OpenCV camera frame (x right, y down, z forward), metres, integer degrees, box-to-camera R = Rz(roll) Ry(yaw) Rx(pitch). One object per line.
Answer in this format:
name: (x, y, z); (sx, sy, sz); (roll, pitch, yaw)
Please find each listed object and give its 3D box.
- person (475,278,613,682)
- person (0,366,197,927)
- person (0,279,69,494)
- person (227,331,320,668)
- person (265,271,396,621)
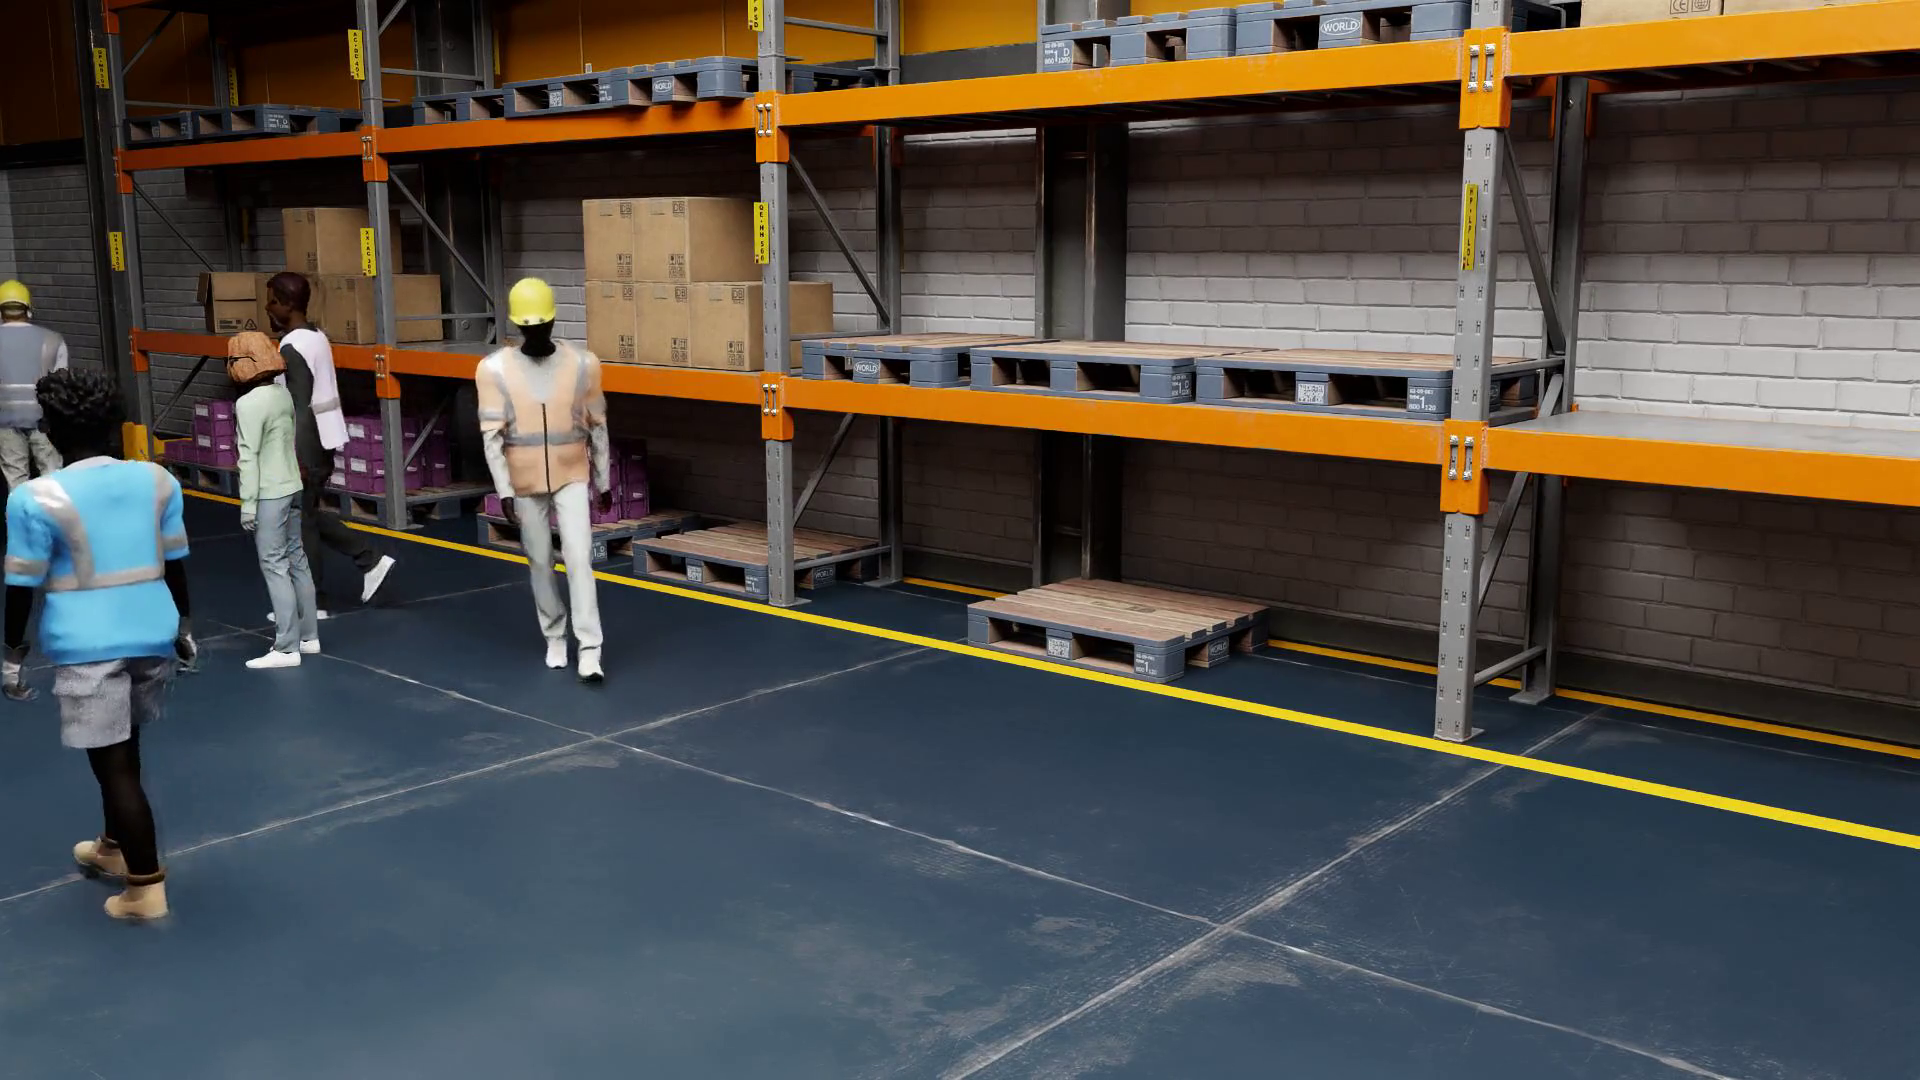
person: (-1.911, -0.262, 7.723); (0.595, 1.873, 0.945); (-3, 10, -15)
person: (-2.660, 0.314, 5.049); (0.762, 1.667, 0.548); (5, 11, 27)
person: (-6.235, -0.816, 11.079); (0.594, 1.819, 0.403); (-6, 12, -32)
person: (-3.356, -0.196, 8.088); (0.288, 1.626, 0.497); (0, 10, 0)
person: (-3.479, -0.497, 9.023); (0.567, 1.904, 0.592); (-2, 10, -12)
